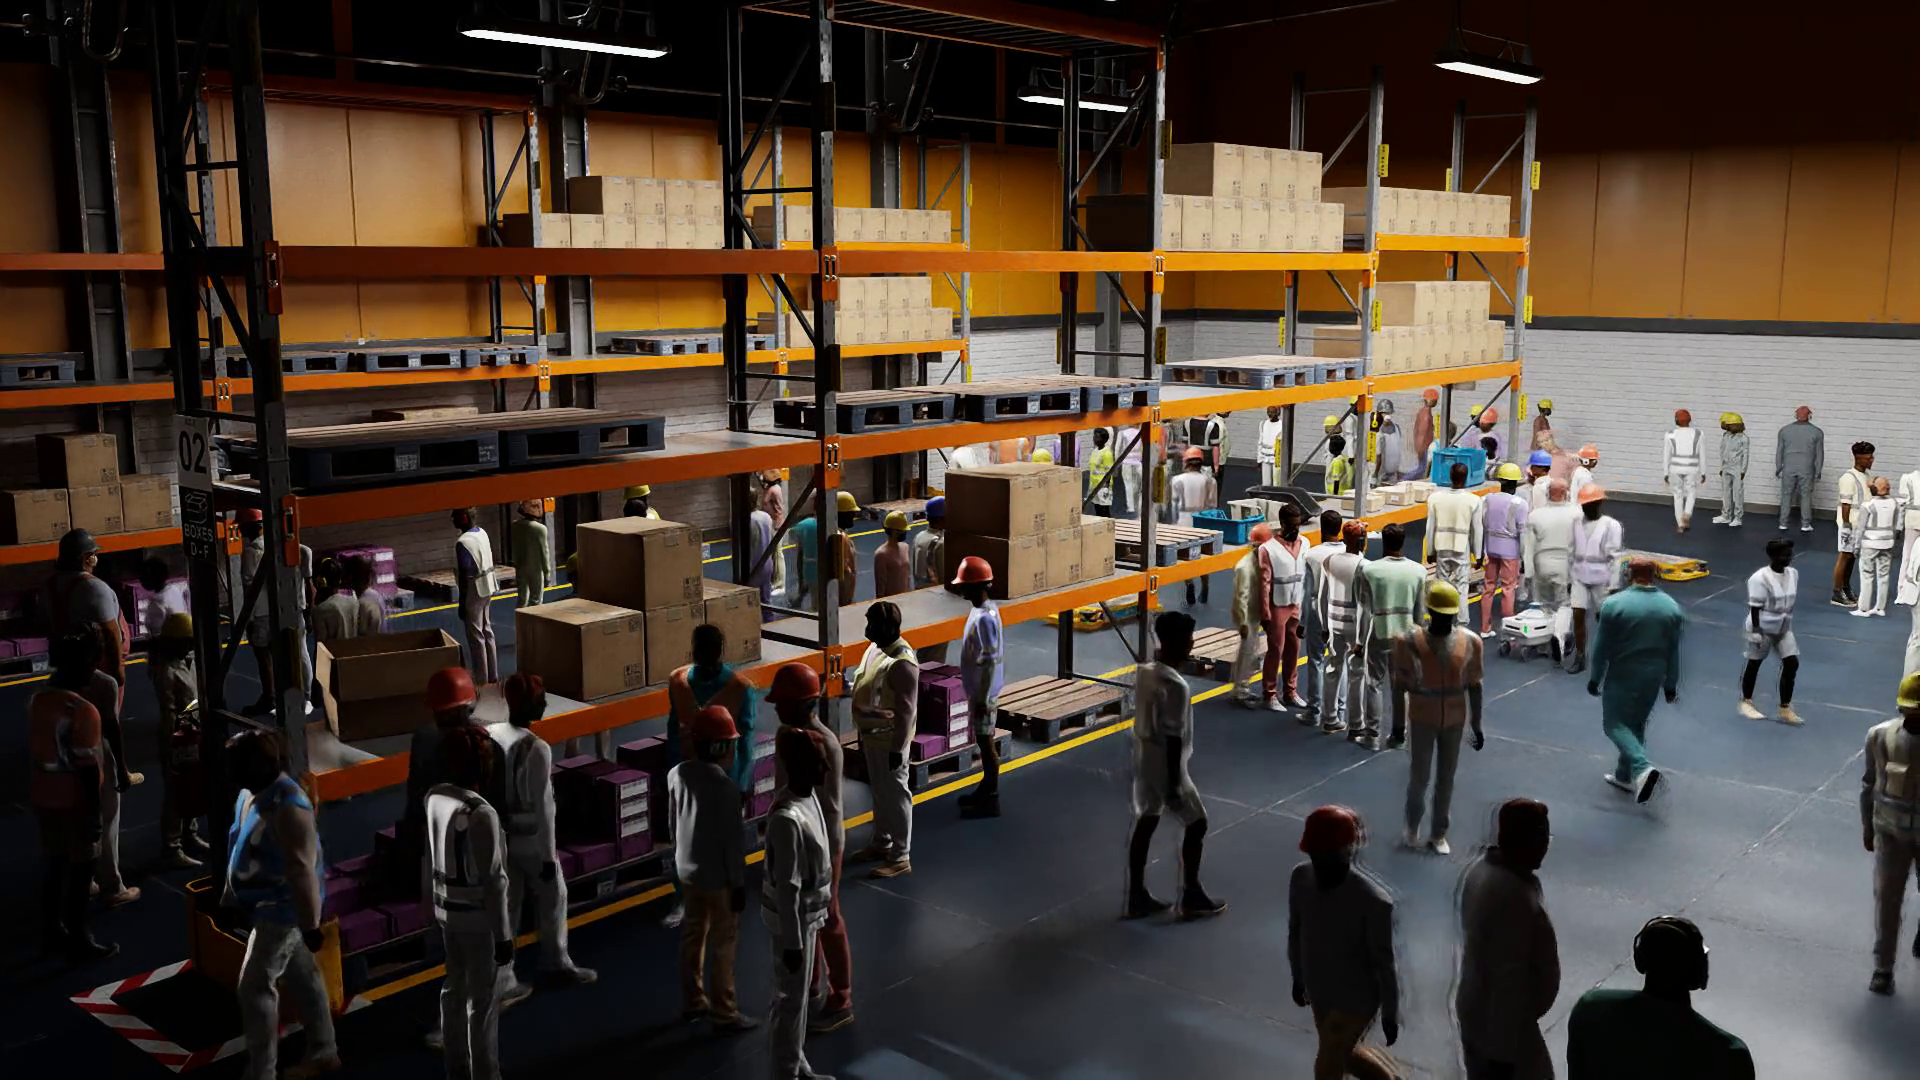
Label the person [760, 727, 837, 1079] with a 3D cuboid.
[{"bbox_3d":[-0.764,1.813,7.933,0.359,1.882,0.575,1,10,3],"label":"person"}]

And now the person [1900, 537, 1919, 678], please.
[{"bbox_3d":[8.865,0.606,15.288,0.394,1.836,0.561,4,10,23],"label":"person"}]

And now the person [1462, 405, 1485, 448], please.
[{"bbox_3d":[7.792,-1.079,25.159,0.466,1.924,0.632,0,10,0],"label":"person"}]

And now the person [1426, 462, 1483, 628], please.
[{"bbox_3d":[5.319,0.122,17.923,0.597,1.916,0.370,6,11,33],"label":"person"}]

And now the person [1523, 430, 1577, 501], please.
[{"bbox_3d":[7.774,-0.494,21.767,0.793,1.871,0.402,4,10,23],"label":"person"}]

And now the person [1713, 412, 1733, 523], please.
[{"bbox_3d":[11.970,-1.137,25.993,0.326,1.737,0.488,4,10,22],"label":"person"}]

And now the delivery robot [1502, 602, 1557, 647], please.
[{"bbox_3d":[5.921,0.888,17.134,0.707,0.478,0.477,-6,11,-32],"label":"delivery robot"}]

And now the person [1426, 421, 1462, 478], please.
[{"bbox_3d":[6.912,-0.798,23.833,0.537,1.791,0.945,5,11,30],"label":"person"}]

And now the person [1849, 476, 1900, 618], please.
[{"bbox_3d":[10.457,0.082,19.015,0.516,1.631,0.332,-2,10,-11],"label":"person"}]

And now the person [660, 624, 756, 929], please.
[{"bbox_3d":[-1.559,1.437,10.150,0.629,1.886,0.741,3,10,18],"label":"person"}]

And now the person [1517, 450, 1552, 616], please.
[{"bbox_3d":[6.577,-0.056,18.897,0.399,1.944,0.618,6,11,32],"label":"person"}]

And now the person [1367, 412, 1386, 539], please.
[{"bbox_3d":[6.101,-0.950,24.472,0.310,1.868,0.533,3,10,16],"label":"person"}]

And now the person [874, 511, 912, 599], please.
[{"bbox_3d":[-0.613,0.594,15.603,0.350,1.758,0.519,6,11,31],"label":"person"}]

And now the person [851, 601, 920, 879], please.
[{"bbox_3d":[-0.504,1.310,11.057,0.429,1.844,0.627,-4,10,-23],"label":"person"}]

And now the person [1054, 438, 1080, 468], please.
[{"bbox_3d":[1.643,-1.014,25.528,0.515,1.641,0.315,-7,12,-37],"label":"person"}]

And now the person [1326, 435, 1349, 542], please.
[{"bbox_3d":[5.221,-0.611,23.000,0.322,1.690,0.530,2,10,11],"label":"person"}]

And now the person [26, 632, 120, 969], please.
[{"bbox_3d":[-5.144,1.498,9.652,0.619,1.949,0.422,6,11,31],"label":"person"}]

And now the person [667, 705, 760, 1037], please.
[{"bbox_3d":[-1.300,1.733,8.801,0.572,1.747,0.347,9,13,44],"label":"person"}]

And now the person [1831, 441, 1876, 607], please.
[{"bbox_3d":[10.591,-0.198,19.685,0.613,1.963,0.361,-9,13,-43],"label":"person"}]

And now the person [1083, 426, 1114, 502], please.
[{"bbox_3d":[2.343,-1.409,28.010,0.736,1.588,0.567,-9,13,-44],"label":"person"}]

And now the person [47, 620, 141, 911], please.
[{"bbox_3d":[-5.449,1.415,10.446,0.505,1.839,0.344,3,10,18],"label":"person"}]

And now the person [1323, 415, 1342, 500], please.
[{"bbox_3d":[5.673,-1.038,25.404,0.322,1.737,0.487,6,11,32],"label":"person"}]

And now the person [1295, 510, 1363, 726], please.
[{"bbox_3d":[3.240,0.687,14.596,0.598,1.907,0.409,-4,10,-21],"label":"person"}]

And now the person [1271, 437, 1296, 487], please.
[{"bbox_3d":[4.255,-0.478,21.986,0.338,1.760,0.524,6,11,34],"label":"person"}]

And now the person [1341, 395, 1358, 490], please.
[{"bbox_3d":[6.415,-1.428,27.169,0.383,1.921,0.585,3,10,19],"label":"person"}]

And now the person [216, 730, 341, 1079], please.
[{"bbox_3d":[-3.421,1.821,8.098,0.766,1.812,0.638,-6,11,-34],"label":"person"}]

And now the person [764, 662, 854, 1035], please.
[{"bbox_3d":[-0.830,1.614,8.827,0.415,1.985,0.612,-7,12,-34],"label":"person"}]

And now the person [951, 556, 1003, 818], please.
[{"bbox_3d":[0.126,1.073,12.196,0.378,1.932,0.551,0,10,-2],"label":"person"}]

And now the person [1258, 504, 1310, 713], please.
[{"bbox_3d":[2.926,0.611,15.053,0.598,1.907,0.409,-7,12,-36],"label":"person"}]

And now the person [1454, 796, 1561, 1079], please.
[{"bbox_3d":[2.290,1.996,6.886,0.557,1.868,0.711,1,10,5],"label":"person"}]

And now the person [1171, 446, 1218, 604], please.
[{"bbox_3d":[2.780,-0.154,19.671,0.559,1.889,0.690,1,10,3],"label":"person"}]

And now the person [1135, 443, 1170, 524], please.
[{"bbox_3d":[2.527,-0.443,21.963,0.480,1.698,0.921,3,10,20],"label":"person"}]

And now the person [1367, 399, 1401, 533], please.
[{"bbox_3d":[6.308,-1.086,24.766,0.672,2.000,0.536,-4,10,-22],"label":"person"}]

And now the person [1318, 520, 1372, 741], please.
[{"bbox_3d":[3.326,0.764,14.189,0.341,1.882,0.586,-8,12,-40],"label":"person"}]

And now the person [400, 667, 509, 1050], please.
[{"bbox_3d":[-2.659,1.618,8.835,0.633,1.971,0.790,5,11,29],"label":"person"}]

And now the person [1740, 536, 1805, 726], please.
[{"bbox_3d":[7.164,0.802,14.560,0.555,1.667,0.693,-3,10,-16],"label":"person"}]

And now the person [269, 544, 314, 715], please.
[{"bbox_3d":[-6.042,0.656,14.922,0.510,1.860,0.333,1,10,4],"label":"person"}]

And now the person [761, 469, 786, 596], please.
[{"bbox_3d":[-2.295,-0.136,20.308,0.283,1.634,0.498,-4,10,-21],"label":"person"}]

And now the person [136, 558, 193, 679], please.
[{"bbox_3d":[-6.517,0.947,13.753,0.317,1.670,0.623,-1,10,-4],"label":"person"}]

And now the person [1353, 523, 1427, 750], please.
[{"bbox_3d":[3.586,0.810,13.864,0.600,1.907,0.411,-2,10,-14],"label":"person"}]
